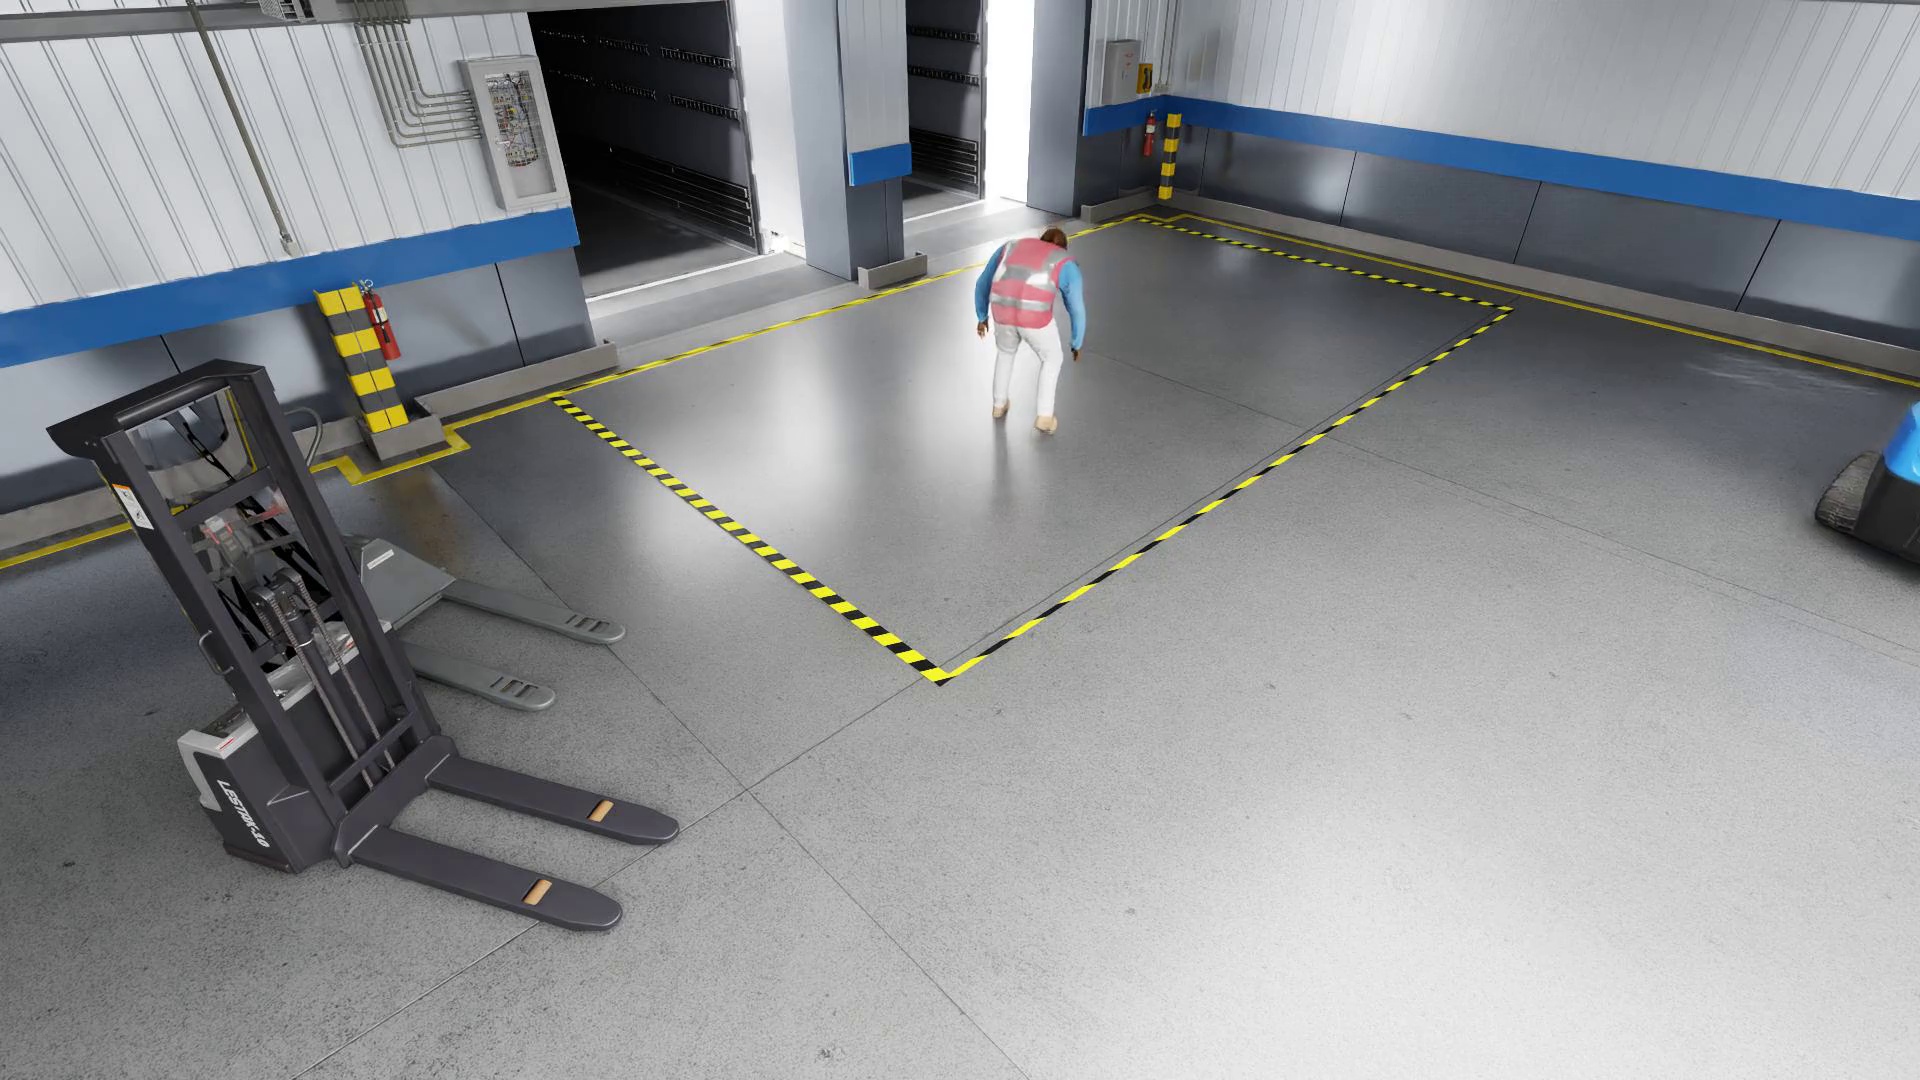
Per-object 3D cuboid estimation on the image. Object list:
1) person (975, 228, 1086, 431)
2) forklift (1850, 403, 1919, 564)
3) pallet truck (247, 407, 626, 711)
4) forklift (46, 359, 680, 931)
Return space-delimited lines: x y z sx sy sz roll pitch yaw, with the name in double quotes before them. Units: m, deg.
"person" 0.529 -1.577 6.897 0.843 1.337 0.904 14 37 20
"forklift" 6.625 -0.947 5.050 2.680 2.036 1.157 -15 37 -21
"pallet truck" -2.628 0.038 4.590 1.601 1.201 0.680 12 36 18
"forklift" -2.135 0.422 3.354 1.885 1.965 0.823 10 35 14
